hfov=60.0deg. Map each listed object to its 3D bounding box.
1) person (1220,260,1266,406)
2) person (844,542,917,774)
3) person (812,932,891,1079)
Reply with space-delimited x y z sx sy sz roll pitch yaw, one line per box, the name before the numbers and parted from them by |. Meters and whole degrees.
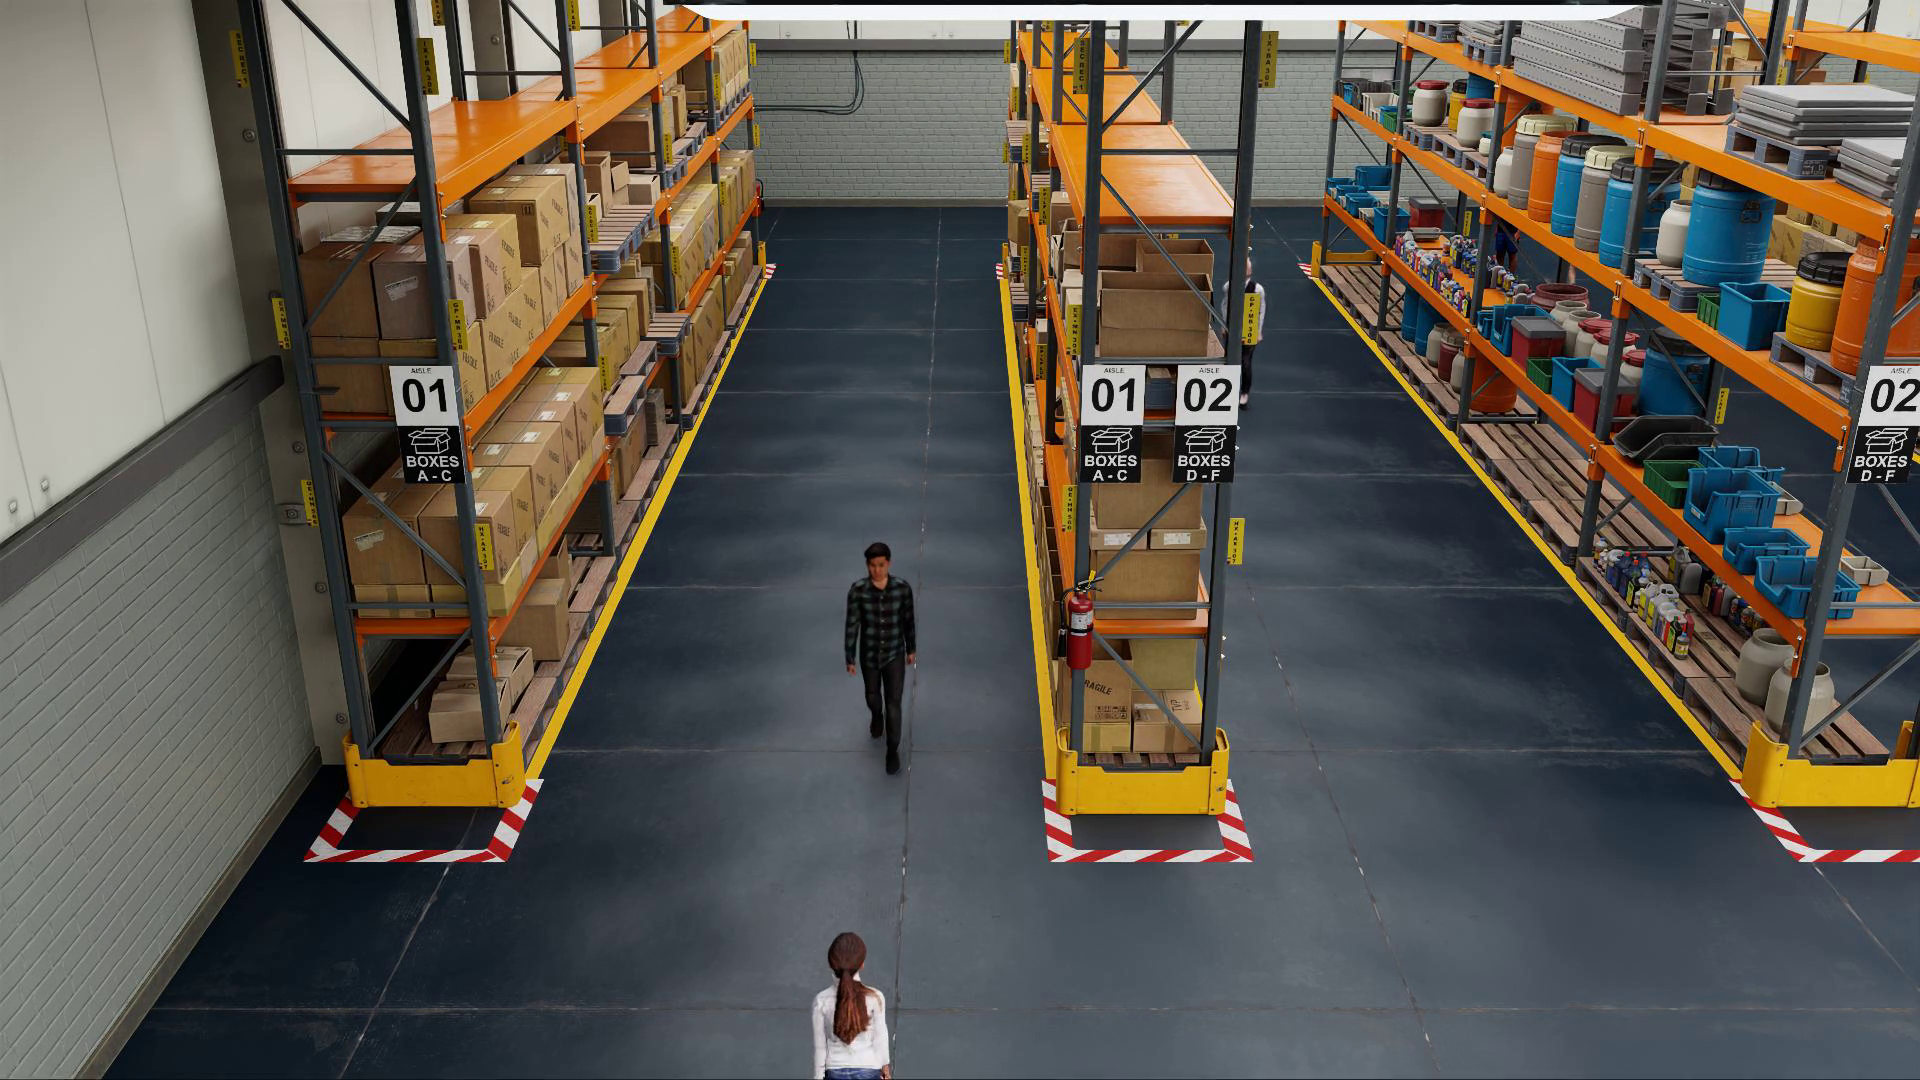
person | 3.358 -2.461 19.835 0.912 1.798 1.008 10 24 24
person | -0.563 0.776 12.179 0.696 1.676 1.058 0 22 -1
person | -0.519 2.577 7.854 0.517 1.544 0.598 -1 22 -3
